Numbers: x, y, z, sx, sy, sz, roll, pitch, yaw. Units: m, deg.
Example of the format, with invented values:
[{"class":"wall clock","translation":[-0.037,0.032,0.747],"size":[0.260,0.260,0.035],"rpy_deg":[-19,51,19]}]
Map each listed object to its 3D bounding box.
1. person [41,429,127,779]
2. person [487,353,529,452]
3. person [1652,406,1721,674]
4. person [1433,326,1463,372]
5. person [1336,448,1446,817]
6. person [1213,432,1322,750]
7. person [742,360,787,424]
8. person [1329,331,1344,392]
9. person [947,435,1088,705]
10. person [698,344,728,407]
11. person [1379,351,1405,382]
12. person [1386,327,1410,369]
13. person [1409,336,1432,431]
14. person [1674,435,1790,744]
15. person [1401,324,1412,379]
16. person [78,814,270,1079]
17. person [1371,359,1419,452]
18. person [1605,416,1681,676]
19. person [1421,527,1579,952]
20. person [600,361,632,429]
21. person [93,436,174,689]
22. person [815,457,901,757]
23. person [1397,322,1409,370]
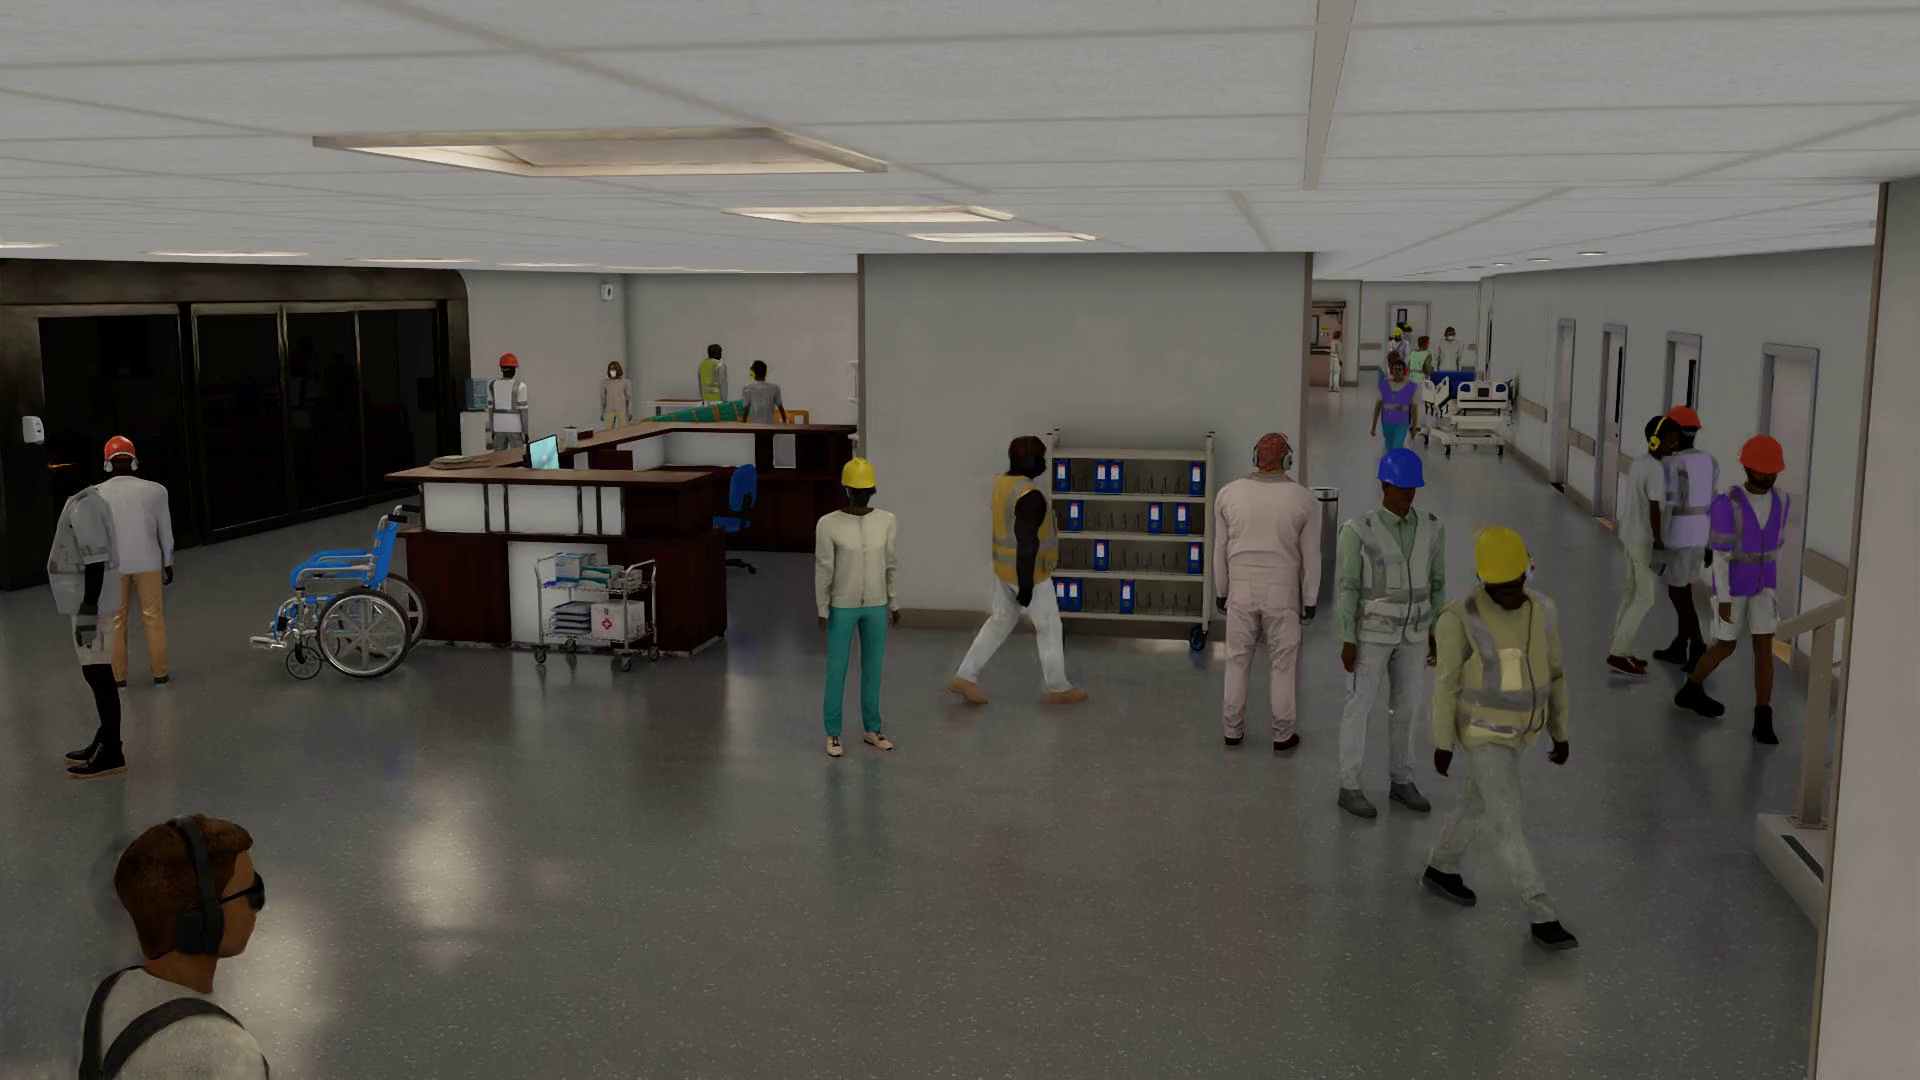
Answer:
[{"class":"person","translation":[-4.928,0.353,9.385],"size":[0.361,1.964,0.613],"rpy_deg":[-4,10,-27]},{"class":"person","translation":[-5.792,-1.436,21.404],"size":[0.546,1.929,0.393],"rpy_deg":[2,9,12]},{"class":"person","translation":[5.235,0.004,11.955],"size":[0.564,1.947,0.555],"rpy_deg":[-4,10,-27]},{"class":"person","translation":[10.692,-3.709,36.455],"size":[0.628,1.935,0.373],"rpy_deg":[0,9,1]},{"class":"person","translation":[2.241,0.482,8.651],"size":[0.600,1.938,0.422],"rpy_deg":[-3,9,-17]},{"class":"person","translation":[1.835,0.305,9.936],"size":[0.646,1.901,0.399],"rpy_deg":[3,9,22]},{"class":"person","translation":[-2.494,-1.407,21.541],"size":[0.580,1.825,0.875],"rpy_deg":[1,9,7]},{"class":"person","translation":[10.061,-4.771,44.463],"size":[0.310,1.642,0.514],"rpy_deg":[-3,9,-17]},{"class":"person","translation":[0.357,0.207,10.903],"size":[0.930,1.808,0.634],"rpy_deg":[-3,9,-17]},{"class":"person","translation":[-4.056,-2.324,27.568],"size":[0.623,1.845,0.430],"rpy_deg":[8,12,42]},{"class":"person","translation":[7.958,-2.695,30.752],"size":[0.517,1.621,0.494],"rpy_deg":[-1,9,-6]},{"class":"person","translation":[10.621,-4.250,40.417],"size":[0.590,1.824,0.403],"rpy_deg":[8,12,43]},{"class":"person","translation":[8.901,-3.021,32.170],"size":[0.386,1.845,0.567],"rpy_deg":[-5,10,-28]},{"class":"person","translation":[4.811,0.262,10.299],"size":[0.551,1.887,0.820],"rpy_deg":[-1,9,-8]},{"class":"person","translation":[13.501,-5.733,50.642],"size":[0.609,1.696,0.543],"rpy_deg":[-2,9,-14]},{"class":"person","translation":[-1.300,1.382,3.093],"size":[0.944,1.799,0.517],"rpy_deg":[-8,12,-42]},{"class":"person","translation":[5.972,-1.577,22.749],"size":[0.573,1.806,0.951],"rpy_deg":[6,10,34]},{"class":"person","translation":[4.854,0.039,11.857],"size":[0.431,1.852,0.639],"rpy_deg":[2,9,12]},{"class":"person","translation":[2.324,0.802,7.117],"size":[0.617,1.759,0.953],"rpy_deg":[-5,10,-28]},{"class":"person","translation":[-5.356,-1.971,25.911],"size":[0.507,1.631,0.265],"rpy_deg":[0,9,0]},{"class":"person","translation":[-5.710,0.154,11.437],"size":[0.564,1.743,0.352],"rpy_deg":[-4,10,-26]},{"class":"person","translation":[-0.592,0.390,9.799],"size":[0.533,1.767,0.326],"rpy_deg":[-4,10,-26]},{"class":"person","translation":[14.365,-6.240,54.087],"size":[0.504,1.690,0.535],"rpy_deg":[1,9,8]}]
